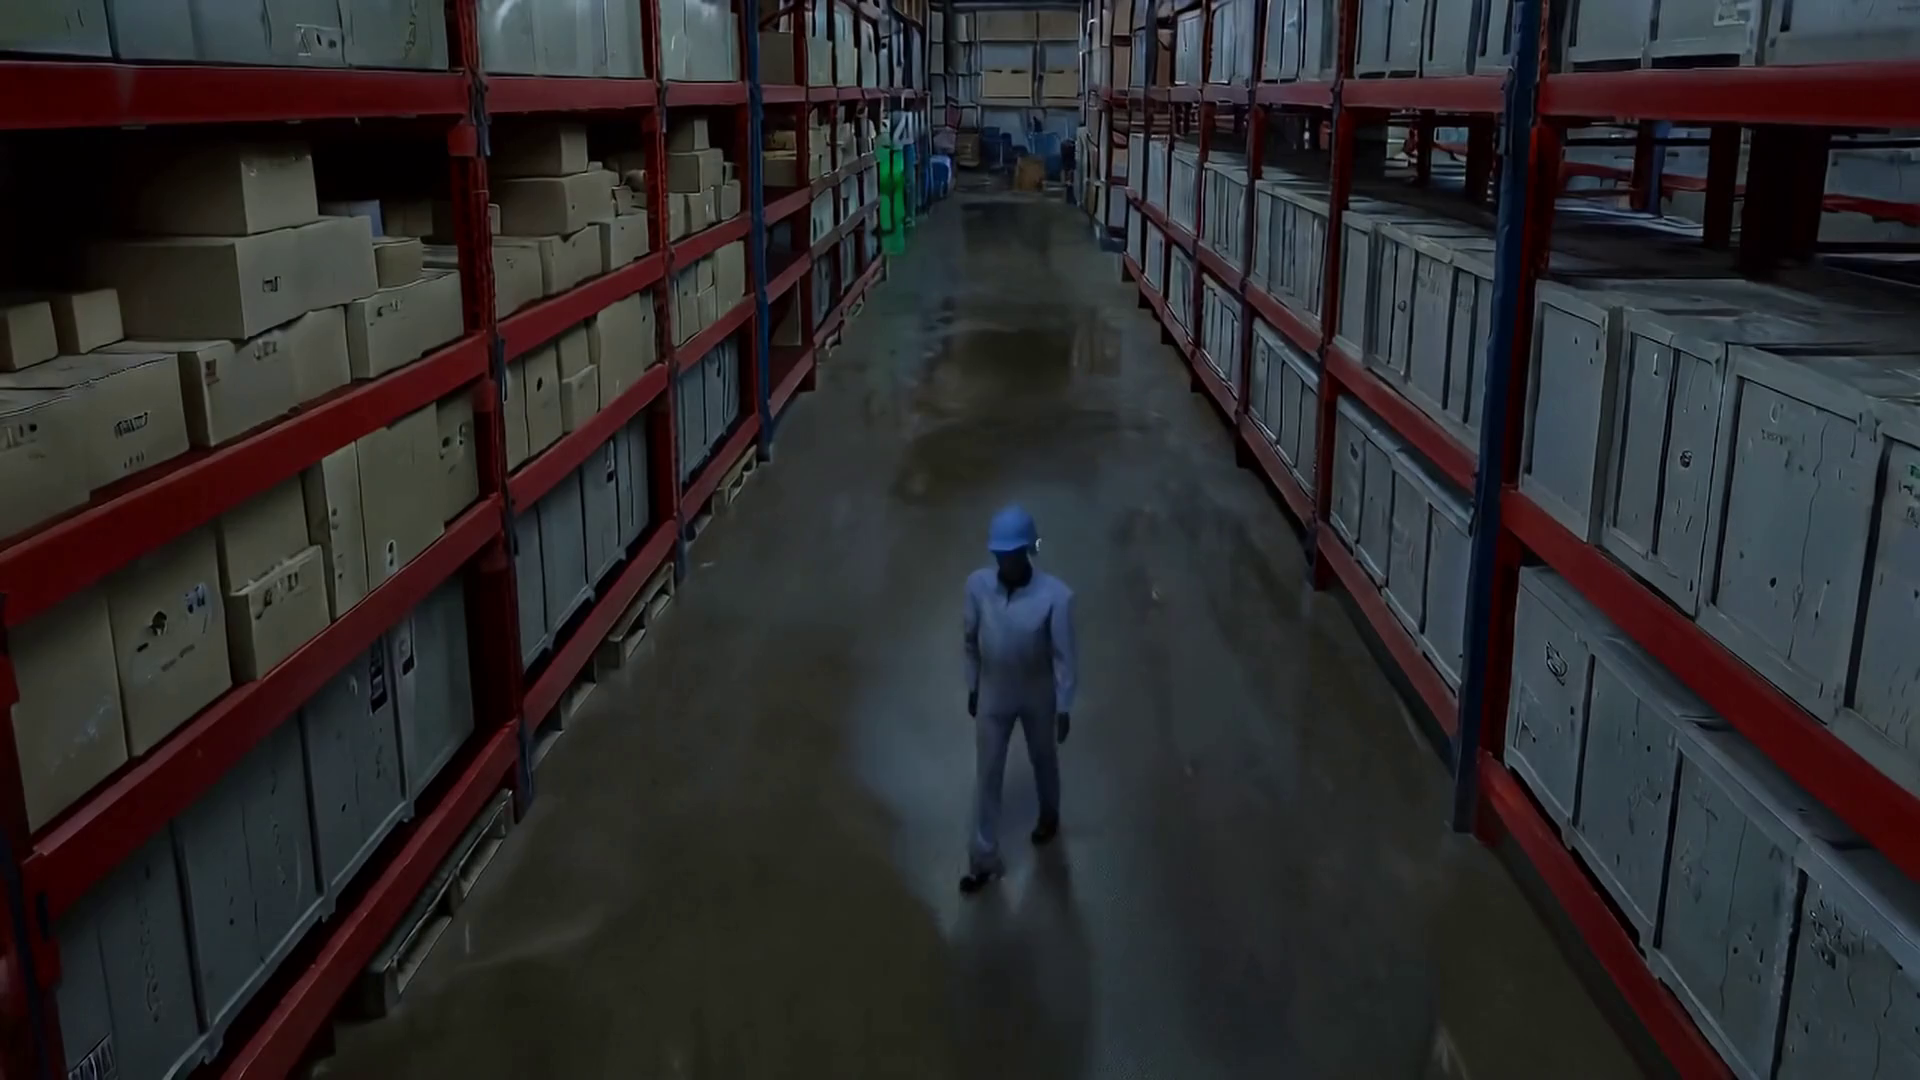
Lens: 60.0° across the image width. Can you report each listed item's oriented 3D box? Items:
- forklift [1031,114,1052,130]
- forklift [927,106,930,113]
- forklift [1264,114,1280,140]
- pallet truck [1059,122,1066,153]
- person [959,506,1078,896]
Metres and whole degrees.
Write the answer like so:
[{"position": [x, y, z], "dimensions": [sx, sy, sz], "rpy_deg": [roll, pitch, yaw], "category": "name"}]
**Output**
[{"position": [3.455, -17.017, 71.107], "dimensions": [1.129, 2.768, 1.873], "rpy_deg": [0, 15, 2], "category": "forklift"}, {"position": [-2.001, -20.667, 84.687], "dimensions": [1.129, 2.768, 1.873], "rpy_deg": [0, 15, 2], "category": "forklift"}, {"position": [11.029, -14.023, 59.965], "dimensions": [1.129, 2.768, 1.873], "rpy_deg": [0, 15, 2], "category": "forklift"}, {"position": [5.788, -21.111, 88.014], "dimensions": [1.885, 1.965, 0.823], "rpy_deg": [5, 16, 18], "category": "pallet truck"}, {"position": [0.265, 0.672, 7.523], "dimensions": [0.576, 1.708, 0.884], "rpy_deg": [6, 16, 22], "category": "person"}]
